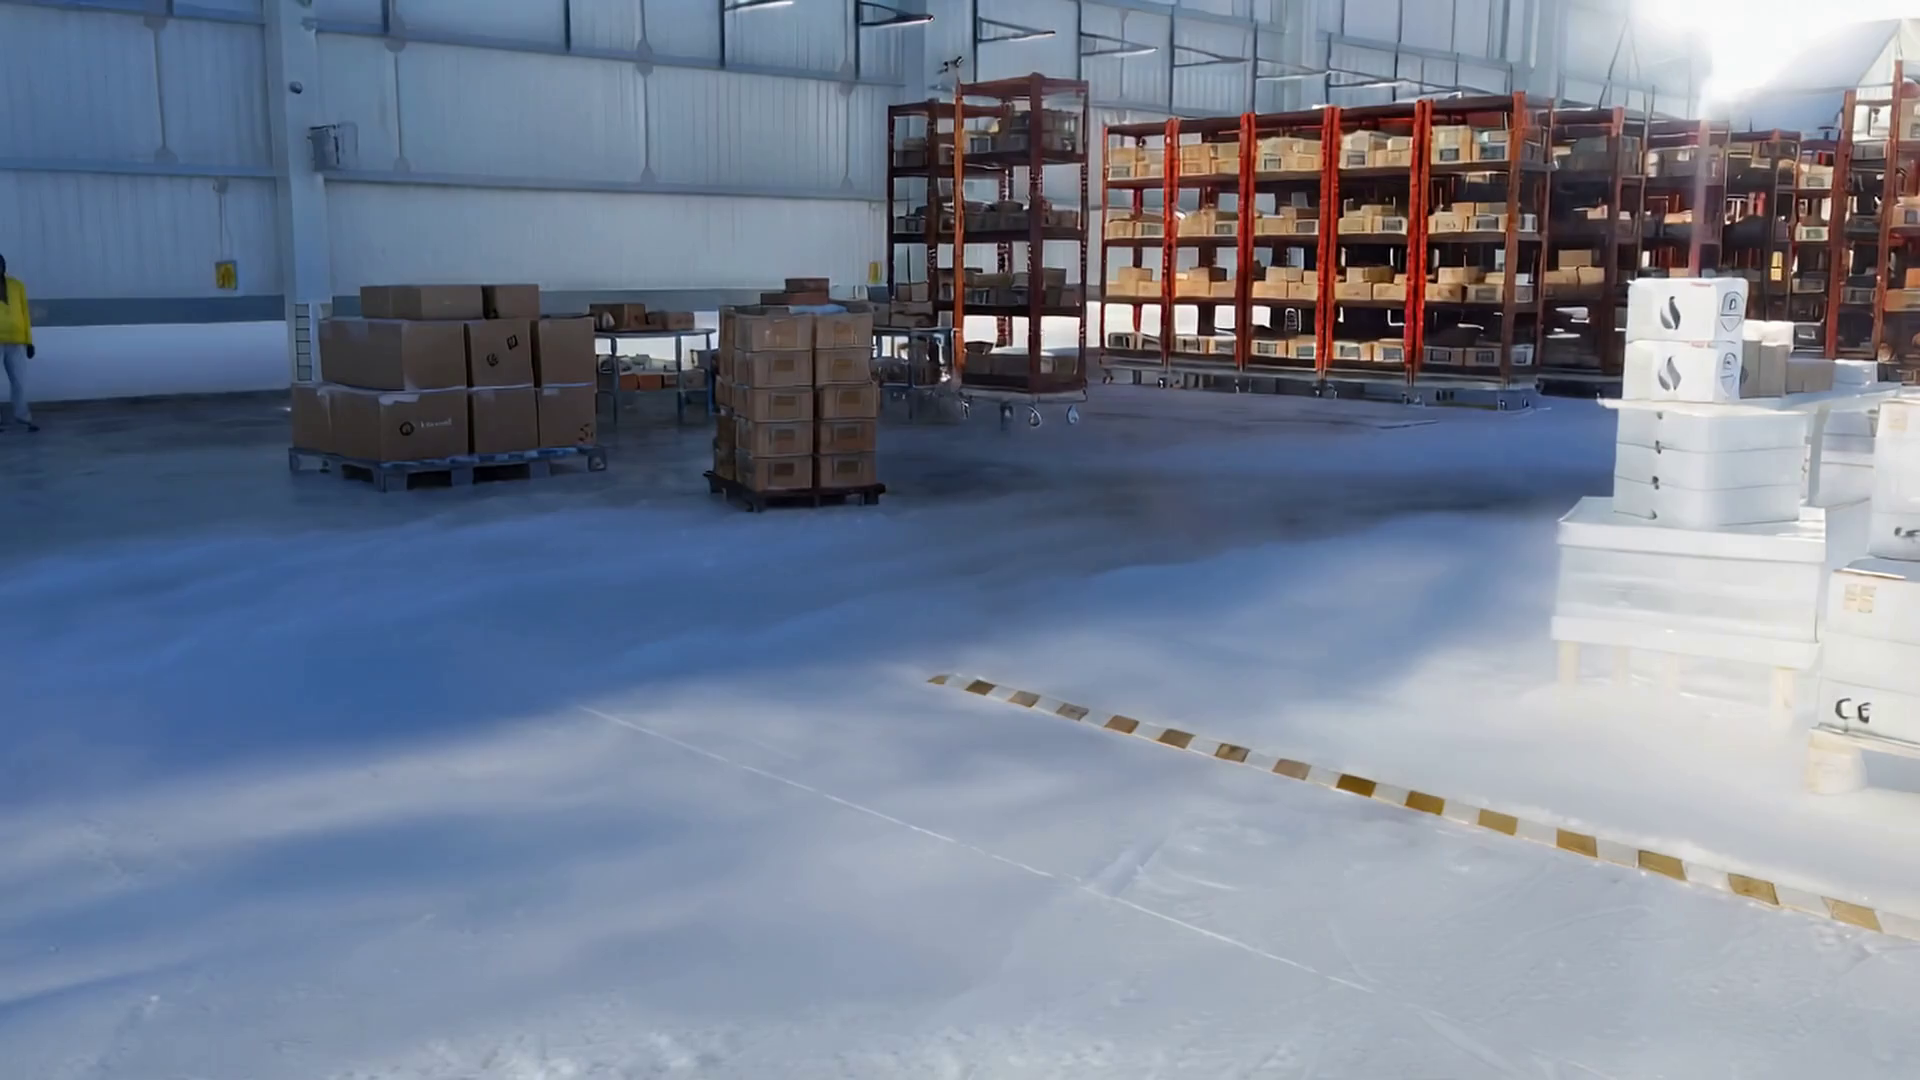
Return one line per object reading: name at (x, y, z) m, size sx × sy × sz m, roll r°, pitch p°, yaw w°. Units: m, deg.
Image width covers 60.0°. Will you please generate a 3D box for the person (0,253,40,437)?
person at (-9.455, -1.929, 16.387) m, size 0.429 × 1.831 × 0.630 m, roll 6°, pitch 11°, yaw 33°
